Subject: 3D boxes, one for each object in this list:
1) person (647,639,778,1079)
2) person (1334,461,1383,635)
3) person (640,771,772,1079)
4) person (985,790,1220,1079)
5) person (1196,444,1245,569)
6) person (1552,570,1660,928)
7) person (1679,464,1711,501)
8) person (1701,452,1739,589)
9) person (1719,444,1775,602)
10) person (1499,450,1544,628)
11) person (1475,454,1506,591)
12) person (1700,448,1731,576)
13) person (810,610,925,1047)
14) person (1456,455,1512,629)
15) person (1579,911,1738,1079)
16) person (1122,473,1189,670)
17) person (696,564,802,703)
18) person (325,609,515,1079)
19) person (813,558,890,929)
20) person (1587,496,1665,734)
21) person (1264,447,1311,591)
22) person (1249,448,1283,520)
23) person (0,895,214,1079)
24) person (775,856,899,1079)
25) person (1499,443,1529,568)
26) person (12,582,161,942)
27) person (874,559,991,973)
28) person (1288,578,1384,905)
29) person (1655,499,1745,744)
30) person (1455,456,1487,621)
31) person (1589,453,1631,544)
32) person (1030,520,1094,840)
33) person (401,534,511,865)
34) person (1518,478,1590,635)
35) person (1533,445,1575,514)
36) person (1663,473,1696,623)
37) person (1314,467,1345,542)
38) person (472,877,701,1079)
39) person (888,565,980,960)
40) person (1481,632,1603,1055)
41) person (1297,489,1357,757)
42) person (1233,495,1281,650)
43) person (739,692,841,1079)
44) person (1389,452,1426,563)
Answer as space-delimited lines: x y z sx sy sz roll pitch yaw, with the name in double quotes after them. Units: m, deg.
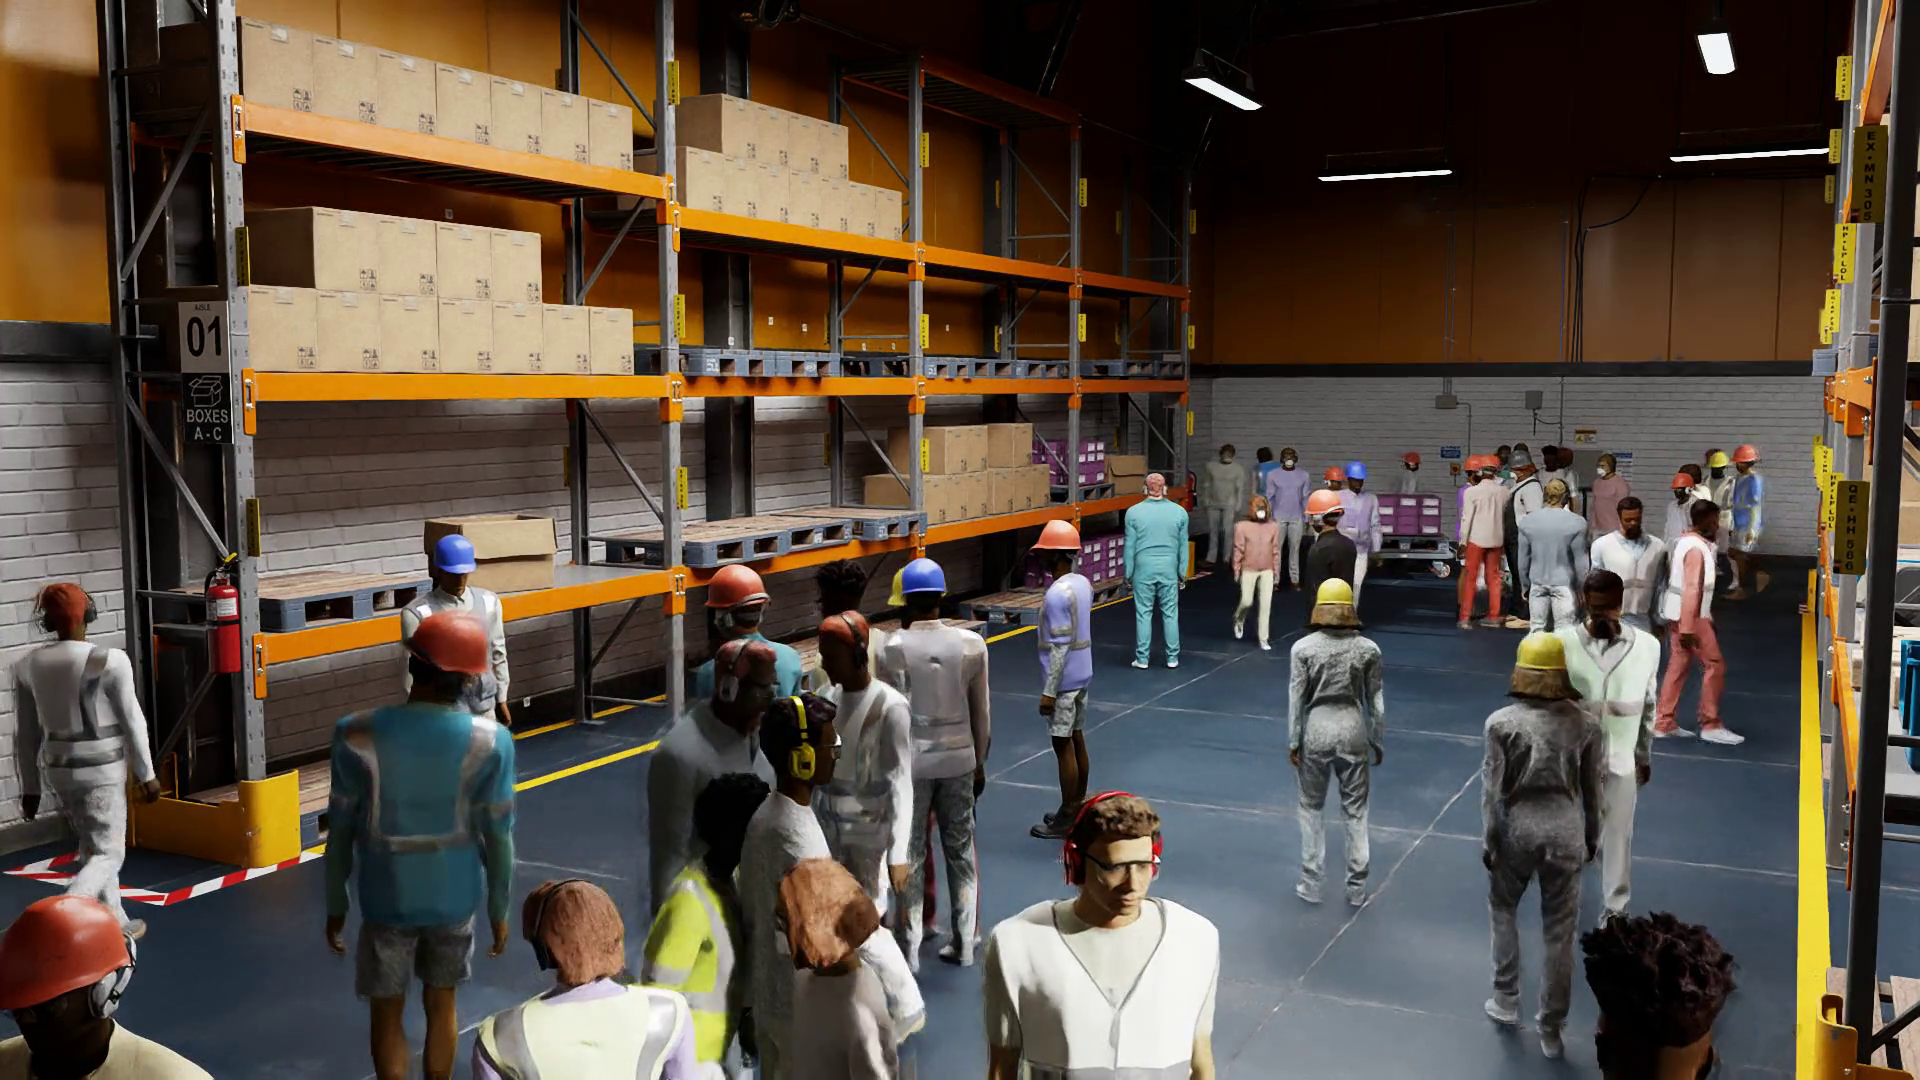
-0.920 1.272 5.903 0.610 1.880 0.661 3 6 29 "person"
4.291 0.100 18.193 0.622 1.927 0.485 -1 6 -16 "person"
-0.784 1.482 4.901 0.948 1.616 0.540 0 5 2 "person"
0.324 1.476 3.896 0.583 1.836 0.407 -1 5 -8 "person"
3.909 -0.499 24.840 0.736 1.894 0.474 3 6 33 "person"
3.150 1.064 8.251 0.611 1.855 1.062 1 5 7 "person"
8.578 0.020 19.557 0.429 1.839 0.622 4 6 34 "person"
10.174 -0.241 22.242 0.975 1.869 0.599 -3 6 -29 "person"
9.955 -0.204 20.982 0.585 2.020 0.654 1 5 8 "person"
6.335 -0.022 18.910 0.536 2.000 0.677 1 5 6 "person"
7.019 -0.214 22.034 0.373 1.840 0.570 -3 6 -27 "person"
10.645 -0.372 23.622 0.931 1.871 0.654 -3 6 -31 "person"
-0.460 1.202 6.746 0.660 1.849 0.639 -5 7 -42 "person"
5.909 0.036 18.794 0.645 1.966 0.399 -2 6 -17 "person"
1.051 1.542 2.580 0.625 1.942 0.421 1 5 12 "person"
1.887 0.305 16.118 0.652 1.904 0.402 -1 5 -6 "person"
-0.924 1.097 7.132 0.399 1.989 0.623 4 6 33 "person"
-1.847 1.227 5.719 0.643 1.993 0.655 -1 6 -16 "person"
-0.501 1.062 7.769 0.397 1.954 0.652 3 6 29 "person"
5.194 0.598 12.981 0.624 1.904 0.413 -1 5 -6 "person"
4.373 -0.277 22.208 0.631 1.939 0.369 0 5 -1 "person"
4.735 -0.522 25.606 0.655 1.786 0.945 0 5 -2 "person"
-1.762 1.568 3.331 0.560 1.752 0.324 1 5 8 "person"
-0.259 1.573 4.170 0.861 1.587 0.546 -2 6 -19 "person"
7.963 -0.422 23.758 0.633 1.938 0.356 -3 6 -28 "person"
-4.129 1.108 7.816 0.578 1.842 0.875 1 5 13 "person"
-0.149 1.058 7.839 0.602 1.938 0.401 -2 6 -18 "person"
2.008 1.069 8.893 0.514 1.723 0.417 0 5 5 "person"
5.740 0.629 12.787 0.730 1.877 0.590 1 5 15 "person"
6.034 -0.022 19.529 0.381 1.930 0.576 3 6 28 "person"
7.947 -0.099 20.372 0.379 1.928 0.628 -1 6 -15 "person"
0.612 0.845 10.120 0.364 1.939 0.542 2 6 22 "person"
-2.813 0.924 9.319 0.622 1.933 0.420 -5 7 -43 "person"
5.257 0.417 14.733 0.631 1.939 0.369 5 7 40 "person"
8.039 -0.327 22.698 0.650 1.937 0.711 3 6 28 "person"
8.253 0.109 19.031 0.330 1.751 0.565 -2 6 -19 "person"
4.603 -0.034 20.560 0.564 1.752 0.339 -4 6 -35 "person"
-0.841 1.587 3.820 0.555 1.630 0.319 -2 6 -18 "person"
-0.163 1.060 8.029 0.589 1.908 0.445 4 6 34 "person"
2.435 1.243 7.004 0.500 1.723 0.622 1 5 11 "person"
2.692 0.623 12.224 0.393 1.990 0.617 4 7 38 "person"
3.101 0.327 17.427 0.506 1.619 0.550 -1 5 -8 "person"
-0.469 1.369 4.854 0.328 1.872 0.514 -3 6 -29 "person"
7.007 -0.484 25.576 0.840 1.711 0.591 -1 5 -7 "person"
